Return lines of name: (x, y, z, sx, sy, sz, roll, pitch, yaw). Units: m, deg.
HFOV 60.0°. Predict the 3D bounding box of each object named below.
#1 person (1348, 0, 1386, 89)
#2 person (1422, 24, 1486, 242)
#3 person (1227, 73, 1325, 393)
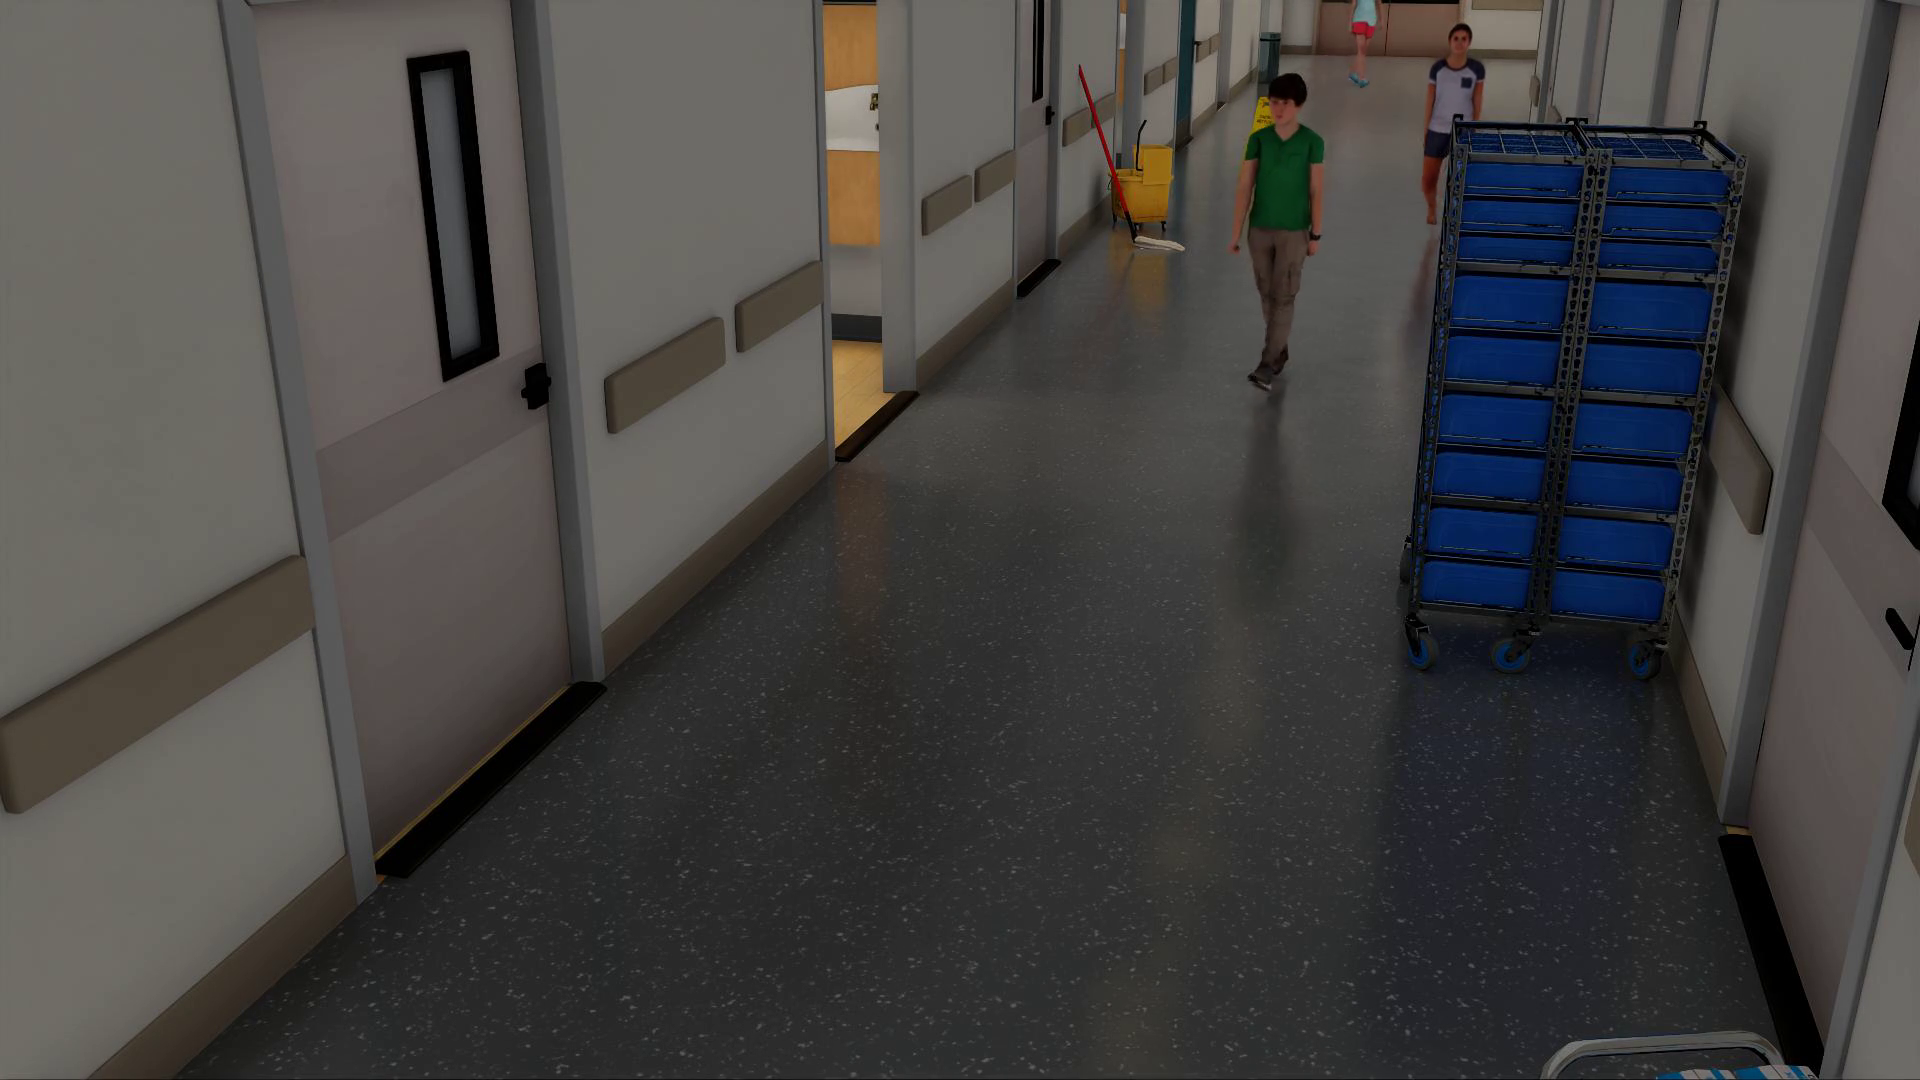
person: (5.776, -7.375, 23.856, 0.927, 1.722, 1.256, -3, 21, -9)
person: (3.766, -3.113, 12.763, 0.591, 1.608, 0.823, 7, 22, 17)
person: (1.714, -1.628, 8.838, 0.733, 1.612, 1.117, 11, 23, 26)
